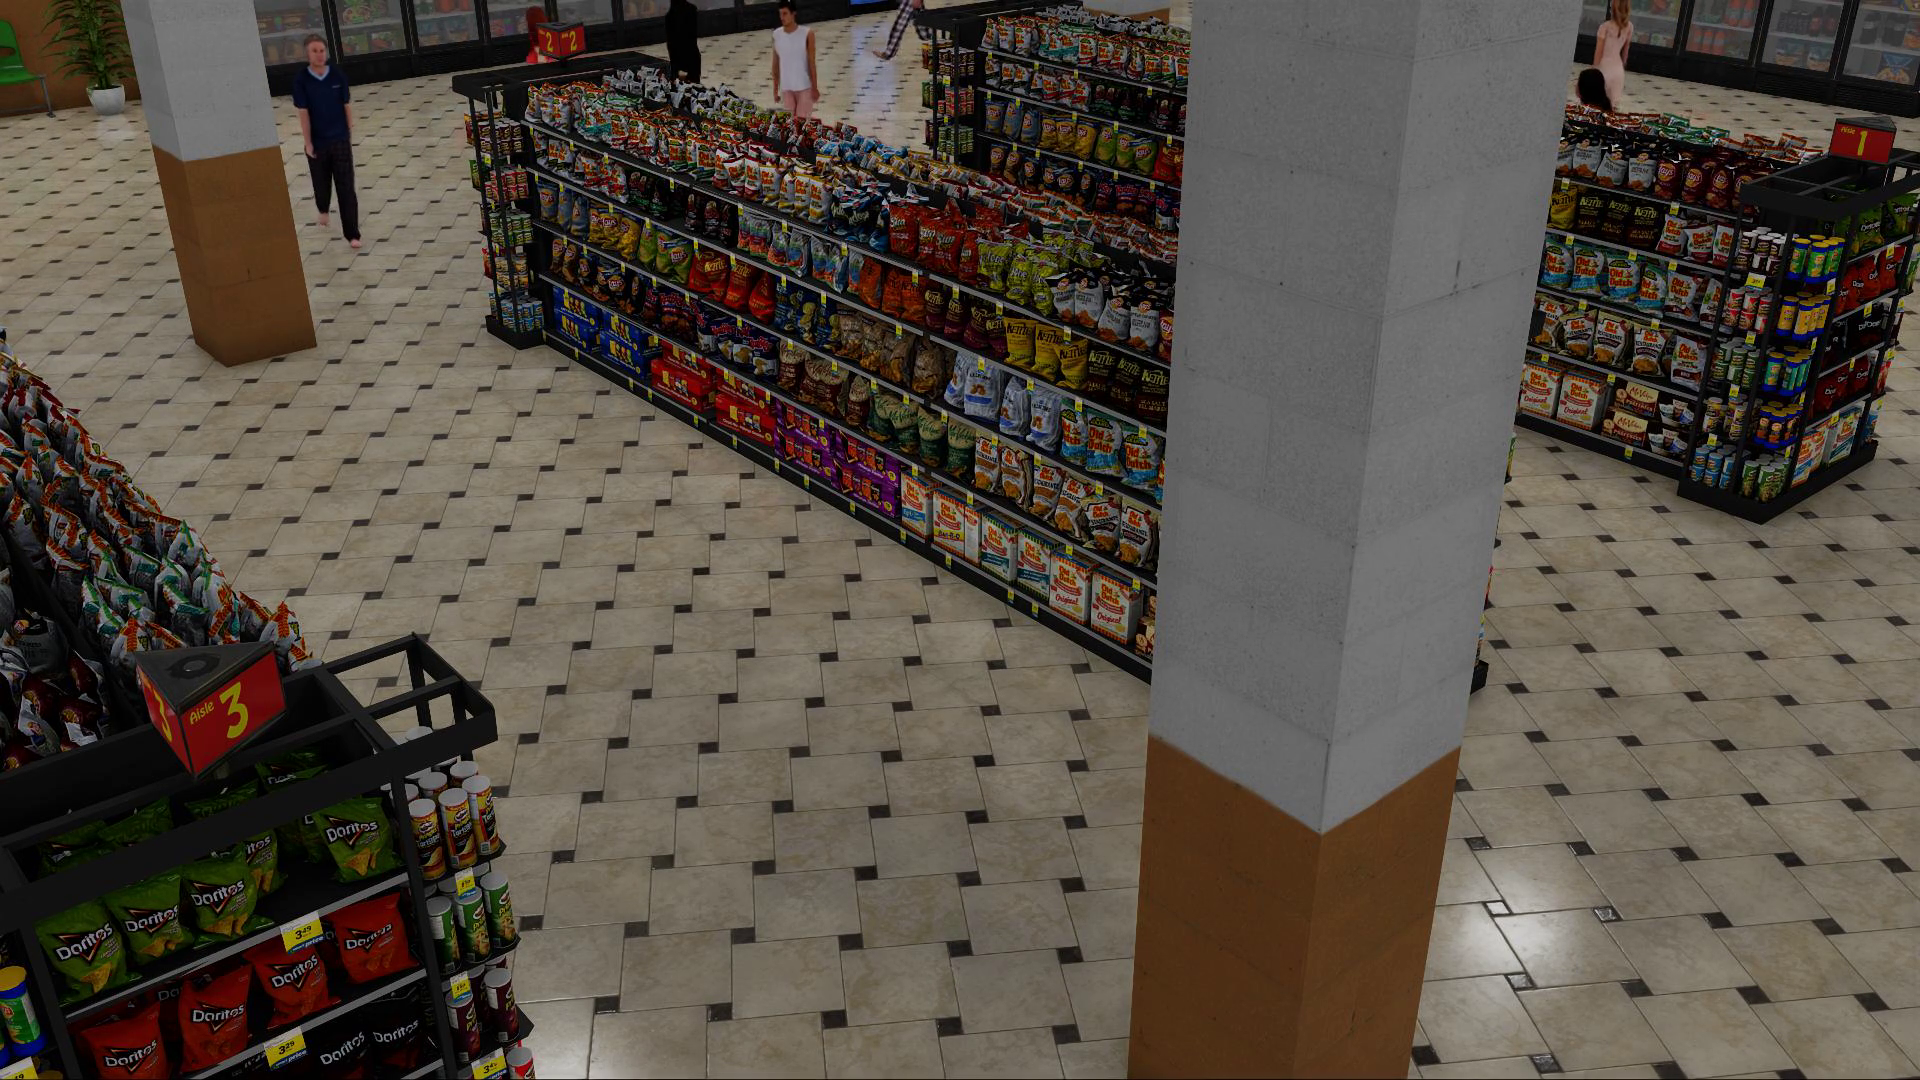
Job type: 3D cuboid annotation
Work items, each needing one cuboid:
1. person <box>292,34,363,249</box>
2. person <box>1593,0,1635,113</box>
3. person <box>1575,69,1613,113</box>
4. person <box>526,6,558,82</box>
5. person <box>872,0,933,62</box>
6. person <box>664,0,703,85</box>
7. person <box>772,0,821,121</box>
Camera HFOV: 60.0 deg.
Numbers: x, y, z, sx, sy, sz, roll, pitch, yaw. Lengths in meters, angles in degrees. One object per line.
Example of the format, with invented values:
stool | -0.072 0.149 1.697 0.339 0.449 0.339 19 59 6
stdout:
person | -5.724 -3.598 14.995 0.827 1.845 1.139 -13 30 -24
person | 6.800 -4.764 17.364 0.994 1.784 1.205 -4 27 -8
person | 5.705 -3.381 14.861 0.848 1.581 0.774 17 32 30
person | -4.004 -4.350 16.523 1.074 1.805 1.083 -1 27 -2
person | -0.563 -7.330 22.406 1.150 1.799 1.197 -2 27 -5
person | -2.869 -5.050 17.817 0.897 1.883 0.850 4 27 7
person | -1.648 -4.718 17.291 0.772 1.767 0.855 10 29 19
